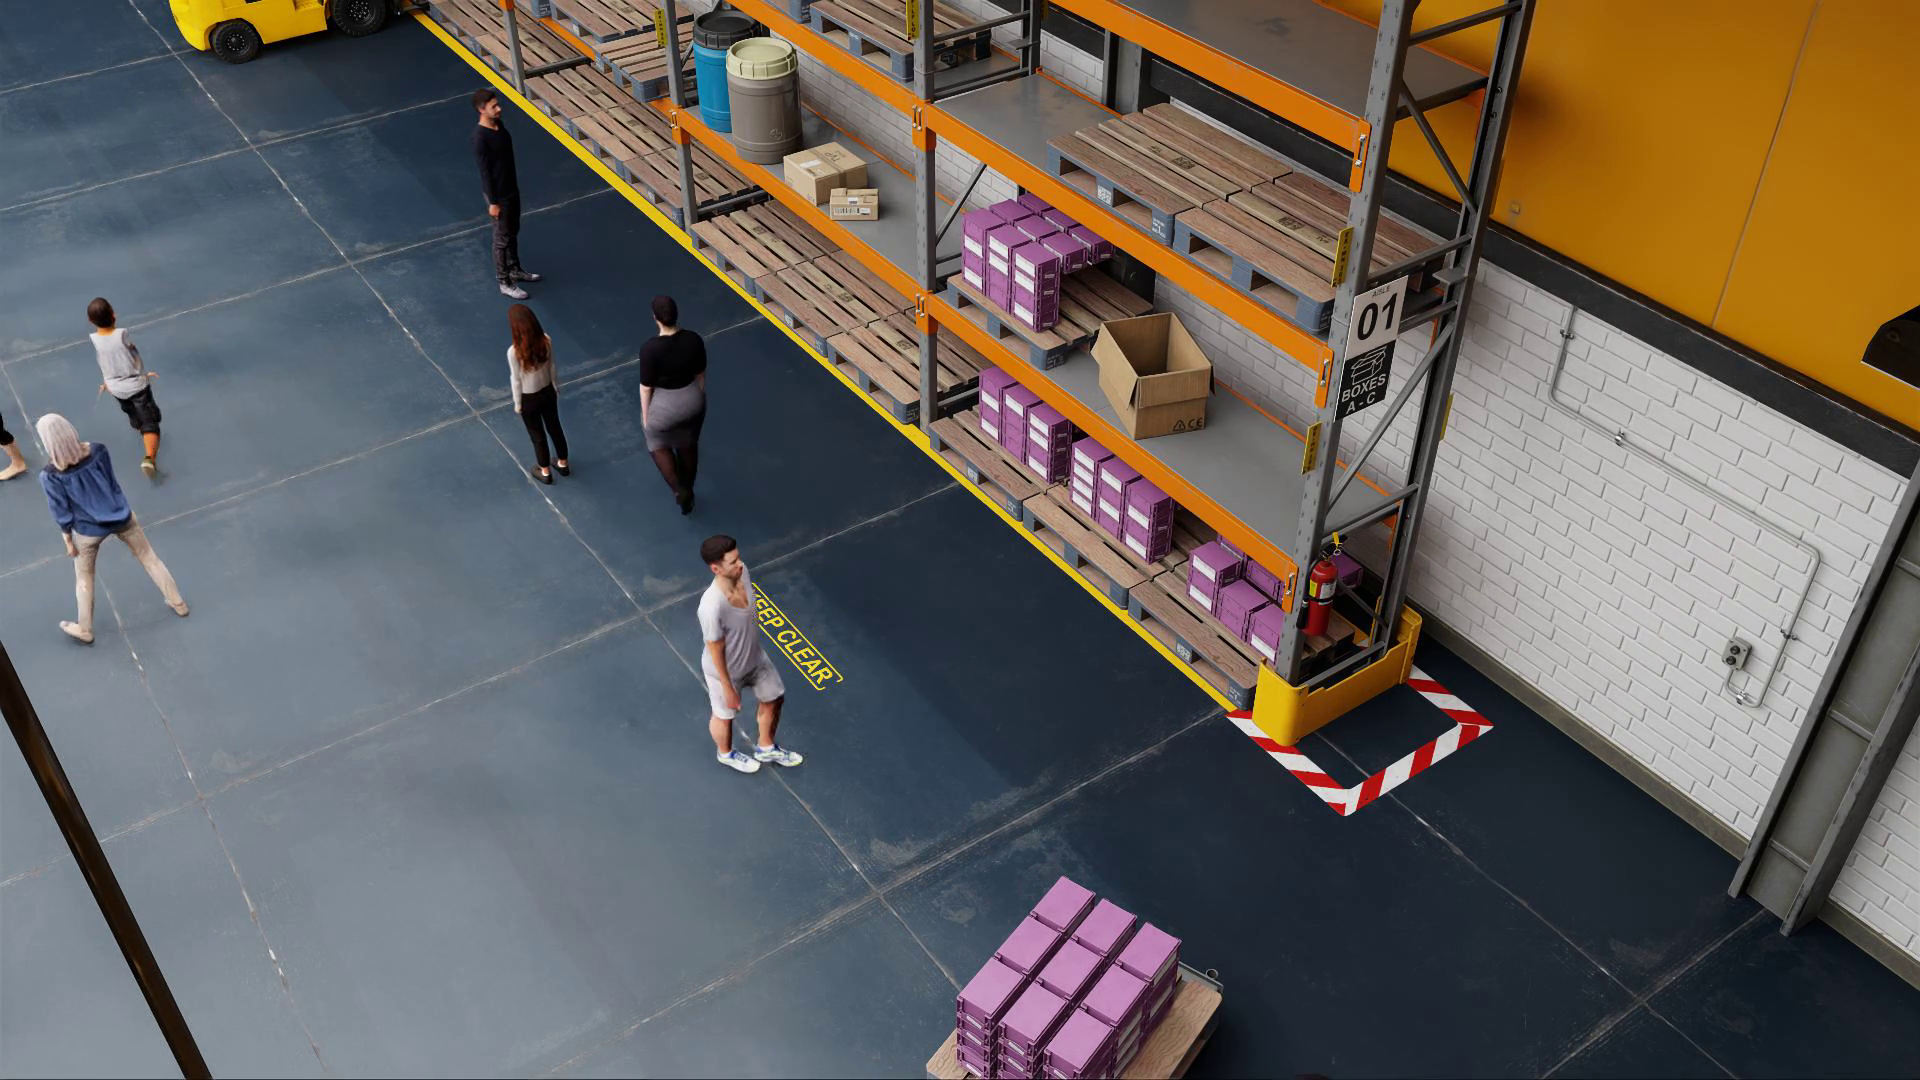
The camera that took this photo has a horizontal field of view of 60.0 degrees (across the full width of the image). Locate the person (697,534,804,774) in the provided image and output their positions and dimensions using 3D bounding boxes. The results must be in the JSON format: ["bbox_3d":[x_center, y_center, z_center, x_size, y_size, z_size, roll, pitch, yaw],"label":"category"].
[{"bbox_3d":[-1.421,0.684,9.842,0.961,1.841,0.907,14,41,17],"label":"person"}]

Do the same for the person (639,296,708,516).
[{"bbox_3d":[-1.994,-0.886,11.894,0.726,1.733,0.827,-22,44,-25],"label":"person"}]

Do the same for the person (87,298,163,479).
[{"bbox_3d":[-6.271,-1.184,12.506,0.784,1.435,1.057,-11,40,-13],"label":"person"}]

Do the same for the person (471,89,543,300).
[{"bbox_3d":[-3.999,-3.028,14.468,0.768,1.869,0.706,6,39,7],"label":"person"}]

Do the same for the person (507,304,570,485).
[{"bbox_3d":[-3.131,-1.076,12.332,0.547,1.483,0.574,28,46,31],"label":"person"}]

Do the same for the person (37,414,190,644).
[{"bbox_3d":[-5.667,-0.078,10.935,0.886,1.667,0.948,26,45,29],"label":"person"}]
